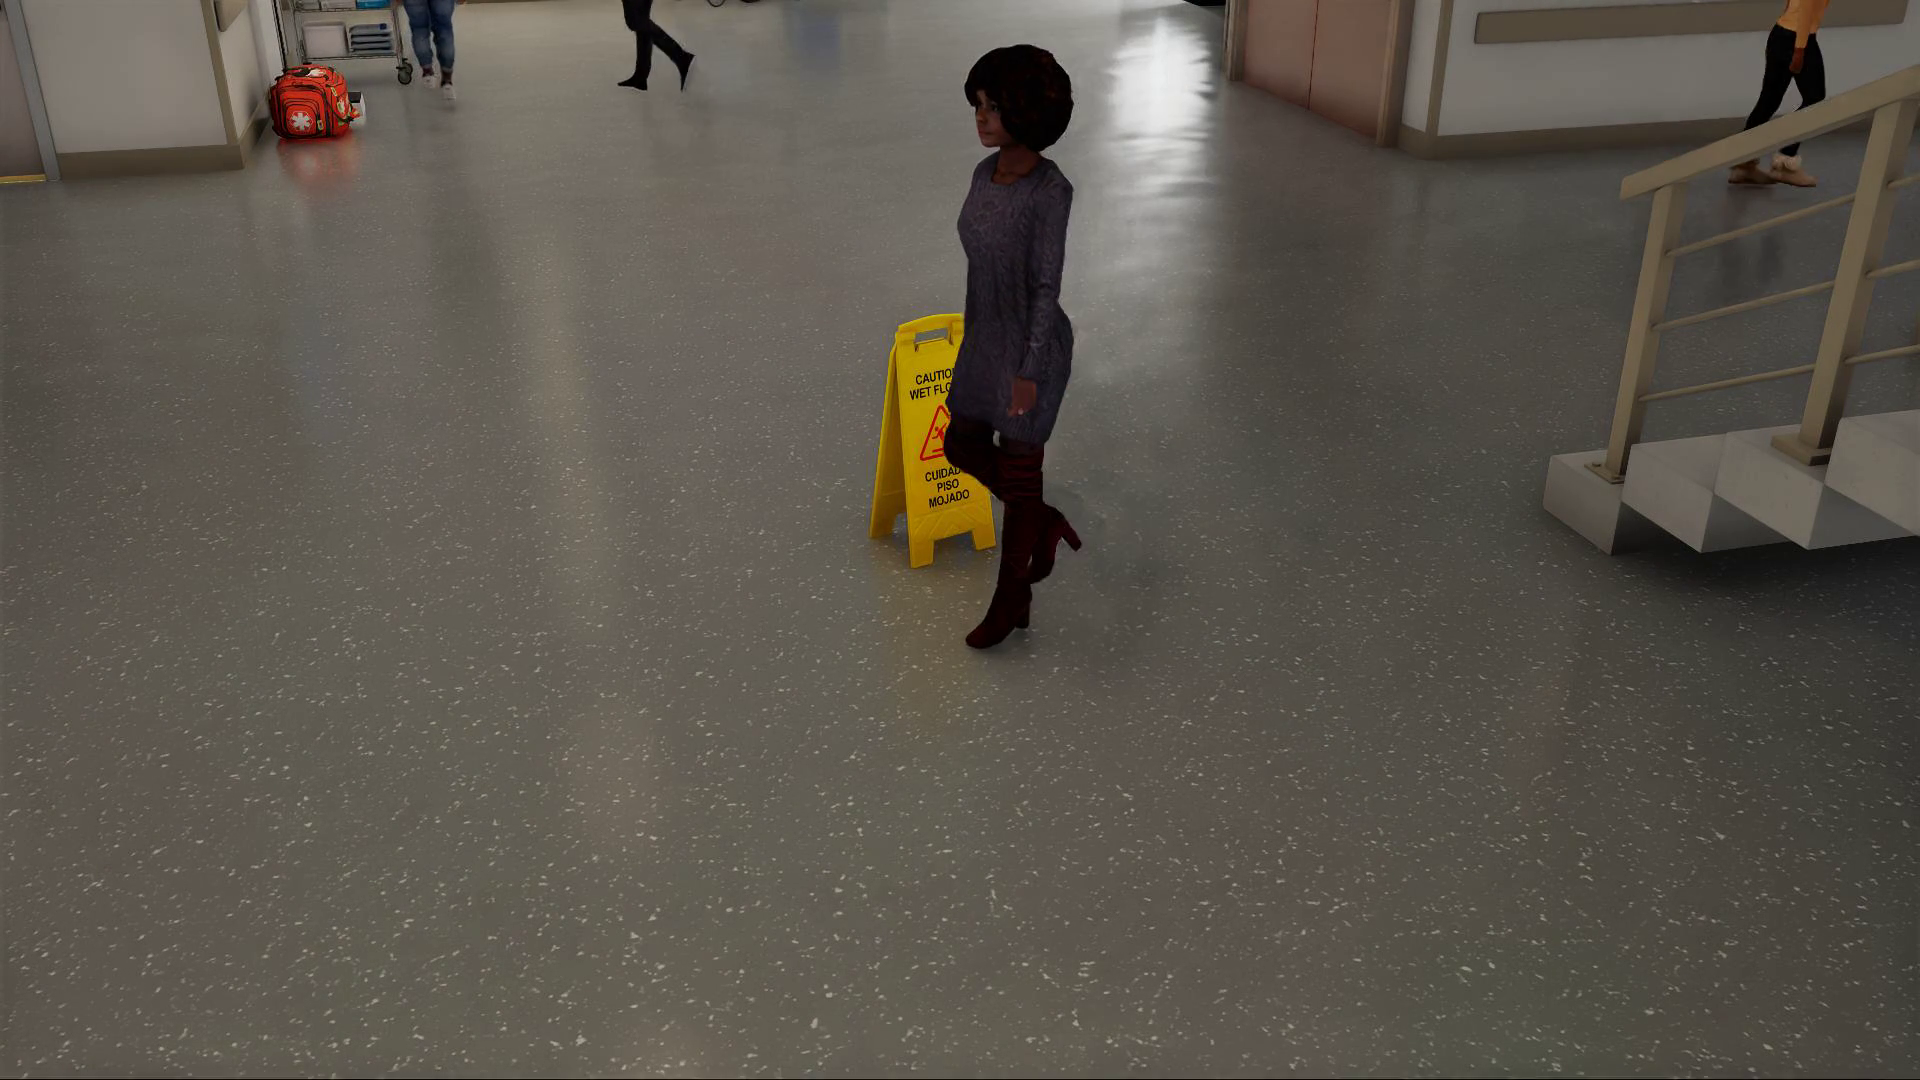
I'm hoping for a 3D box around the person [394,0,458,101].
[{"bbox_3d":[-3.805,-4.010,11.871,0.695,1.766,1.144,-7,27,-14],"label":"person"}]

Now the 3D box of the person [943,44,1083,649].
[{"bbox_3d":[0.208,-0.520,4.708,0.796,1.702,0.754,-17,30,-31],"label":"person"}]

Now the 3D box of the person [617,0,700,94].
[{"bbox_3d":[-2.259,-4.190,12.041,1.135,1.942,1.092,13,29,26],"label":"person"}]

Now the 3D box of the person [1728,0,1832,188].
[{"bbox_3d":[4.740,-2.867,9.638,0.802,1.647,0.749,2,26,4],"label":"person"}]
